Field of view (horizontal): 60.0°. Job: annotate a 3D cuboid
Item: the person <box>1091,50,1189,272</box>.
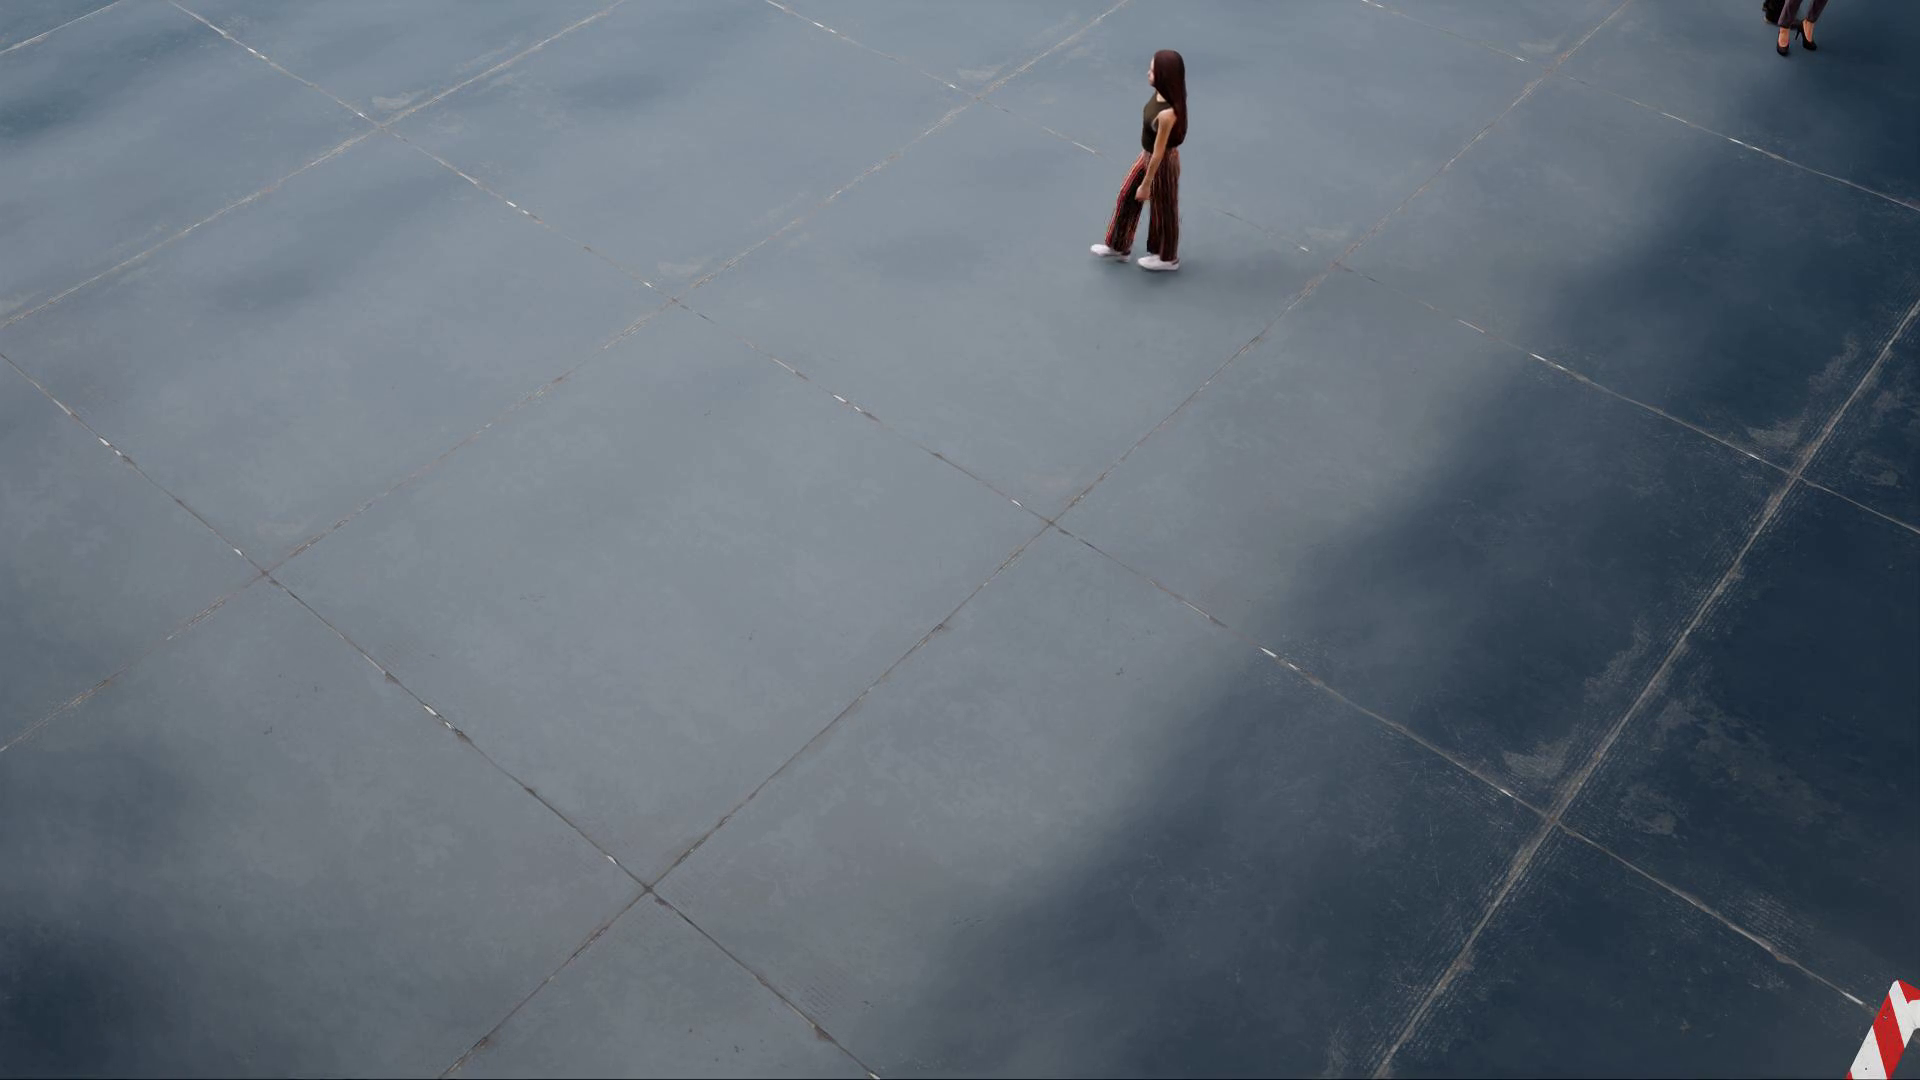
[{"bbox_3d":[1.289,-2.276,10.113,0.900,1.551,0.821,0,47,0],"label":"person"}]
